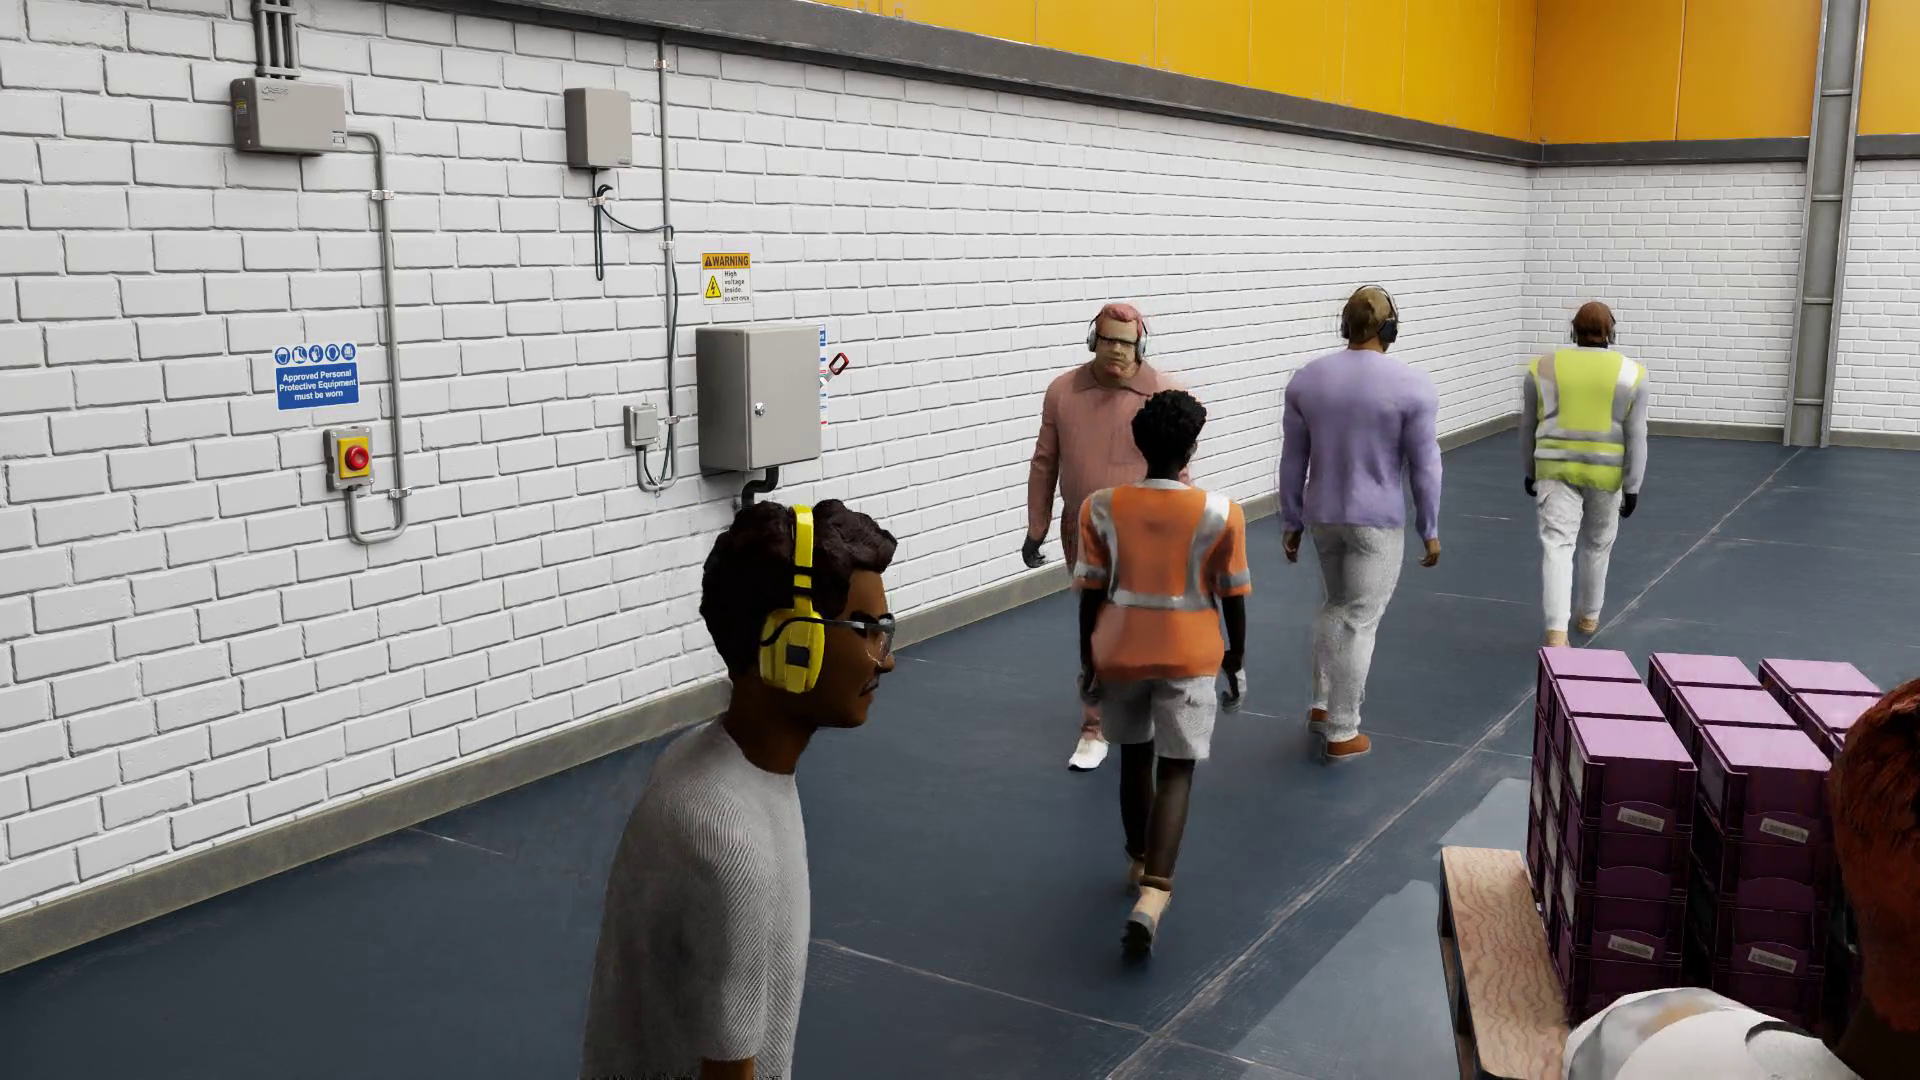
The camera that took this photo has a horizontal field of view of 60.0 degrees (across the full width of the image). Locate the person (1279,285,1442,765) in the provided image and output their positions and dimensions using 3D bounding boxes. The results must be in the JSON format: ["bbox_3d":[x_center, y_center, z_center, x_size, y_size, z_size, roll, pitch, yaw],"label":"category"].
[{"bbox_3d":[1.638,-0.062,6.747,0.626,1.919,0.599,9,14,42],"label":"person"}]

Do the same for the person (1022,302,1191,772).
[{"bbox_3d":[0.649,-0.055,6.879,0.661,1.868,0.912,7,12,33],"label":"person"}]

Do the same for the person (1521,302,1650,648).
[{"bbox_3d":[3.214,-0.329,8.614,0.616,1.797,0.975,4,11,21],"label":"person"}]

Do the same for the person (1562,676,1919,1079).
[{"bbox_3d":[0.595,0.994,1.178,0.840,1.832,0.608,-1,10,-3],"label":"person"}]

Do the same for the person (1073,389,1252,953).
[{"bbox_3d":[0.593,0.383,5.030,0.539,1.670,0.811,3,11,18],"label":"person"}]

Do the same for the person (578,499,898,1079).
[{"bbox_3d":[-0.419,0.839,2.111,0.902,1.813,0.534,0,10,1],"label":"person"}]
